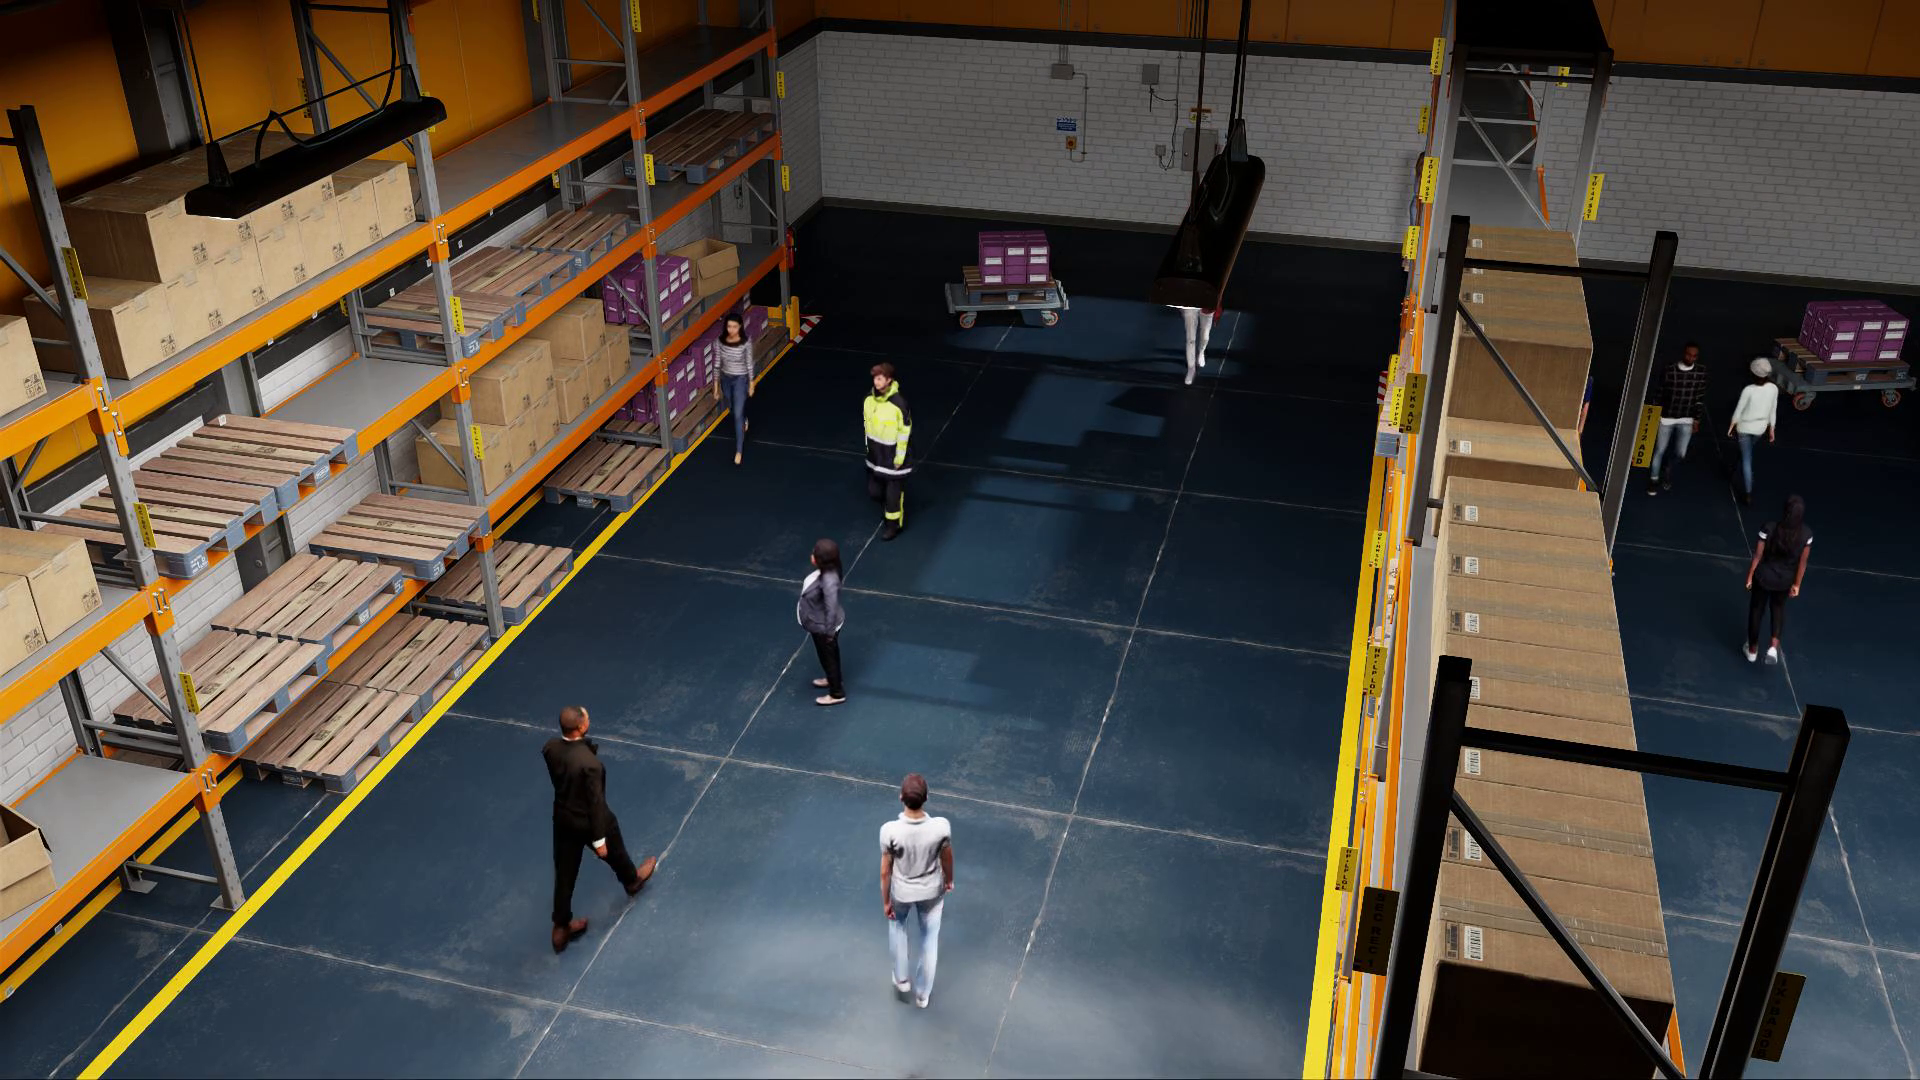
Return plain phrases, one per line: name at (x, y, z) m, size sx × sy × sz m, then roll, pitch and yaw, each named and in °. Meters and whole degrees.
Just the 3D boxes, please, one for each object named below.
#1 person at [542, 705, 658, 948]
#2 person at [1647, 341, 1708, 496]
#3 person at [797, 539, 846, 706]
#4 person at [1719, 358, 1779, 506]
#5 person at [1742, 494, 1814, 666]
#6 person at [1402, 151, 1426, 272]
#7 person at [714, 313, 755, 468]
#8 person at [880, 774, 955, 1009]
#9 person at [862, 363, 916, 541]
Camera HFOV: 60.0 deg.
person at (-2.763, 2.062, 11.858) m, size 0.975 × 1.850 × 1.348 m, roll 16°, pitch 33°, yaw 27°
person at (7.815, -1.372, 18.198) m, size 0.688 × 1.806 × 0.667 m, roll 8°, pitch 30°, yaw 14°
person at (-1.164, 0.700, 14.623) m, size 0.807 × 1.592 × 0.697 m, roll -2°, pitch 29°, yaw -3°
person at (8.601, -1.153, 18.001) m, size 0.855 × 1.609 × 1.119 m, roll -1°, pitch 29°, yaw -3°
person at (7.367, 0.402, 15.039) m, size 0.628 × 1.719 × 0.809 m, roll 6°, pitch 29°, yaw 10°
person at (6.781, -4.882, 24.644) m, size 0.682 × 1.796 × 0.502 m, roll 2°, pitch 29°, yaw 3°
person at (-2.549, -1.767, 18.972) m, size 0.657 × 1.759 × 1.134 m, roll 5°, pitch 29°, yaw 9°
person at (-0.280, 2.427, 11.202) m, size 0.740 × 1.837 × 0.735 m, roll -2°, pitch 29°, yaw -3°
person at (-0.683, -0.958, 17.277) m, size 0.890 × 1.962 × 0.926 m, roll 18°, pitch 34°, yaw 30°
